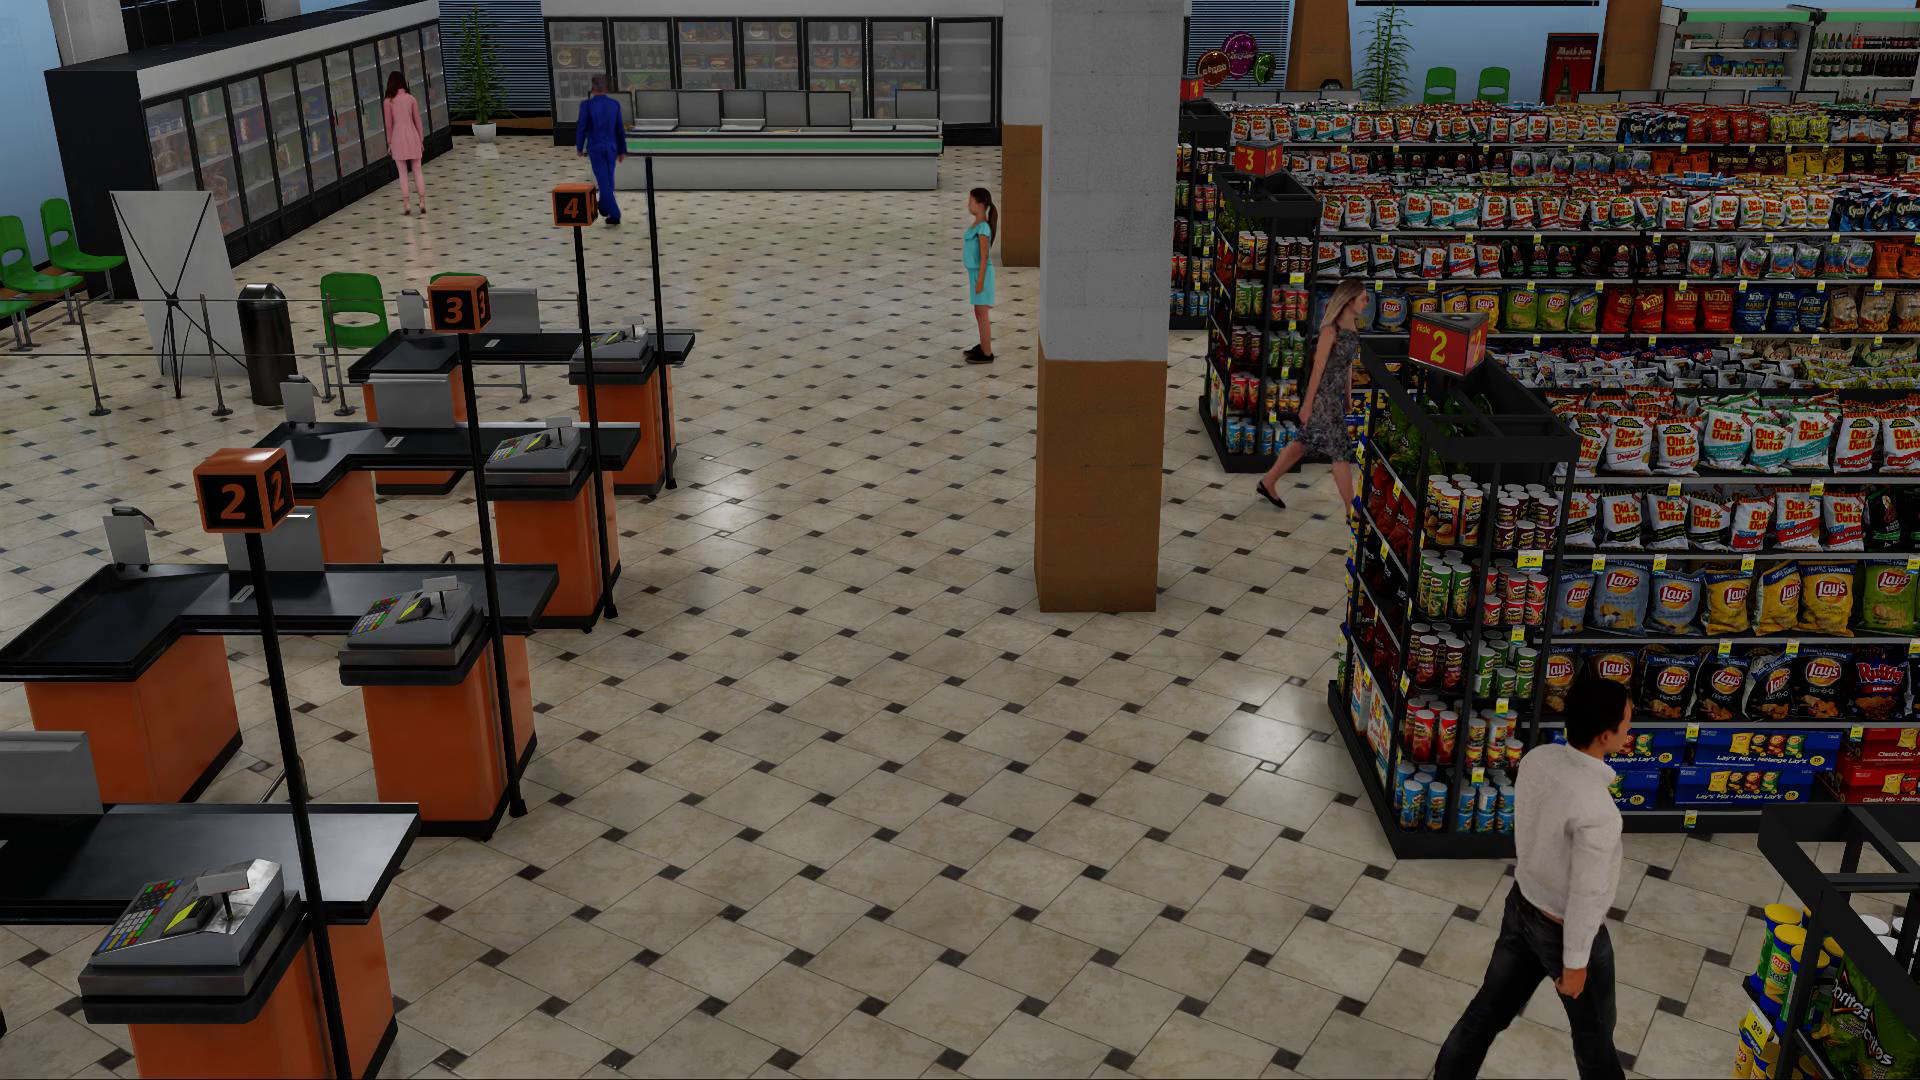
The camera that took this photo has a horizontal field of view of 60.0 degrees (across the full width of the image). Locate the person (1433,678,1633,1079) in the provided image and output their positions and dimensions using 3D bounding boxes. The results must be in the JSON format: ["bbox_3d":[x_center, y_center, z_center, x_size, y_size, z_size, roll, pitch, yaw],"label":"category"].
[{"bbox_3d":[1.861,1.290,5.469,1.231,1.760,0.834,-4,22,-10],"label":"person"}]

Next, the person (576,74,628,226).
[{"bbox_3d":[-4.374,-4.766,20.513,1.205,1.780,1.201,-16,27,-34],"label":"person"}]

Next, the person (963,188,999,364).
[{"bbox_3d":[0.183,-2.358,14.820,0.515,1.558,0.544,-1,22,-2],"label":"person"}]

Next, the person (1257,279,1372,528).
[{"bbox_3d":[2.342,-0.916,11.098,1.244,1.656,1.042,16,27,35],"label":"person"}]

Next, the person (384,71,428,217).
[{"bbox_3d":[-7.061,-5.045,21.179,0.627,1.803,0.750,-12,25,-27],"label":"person"}]
